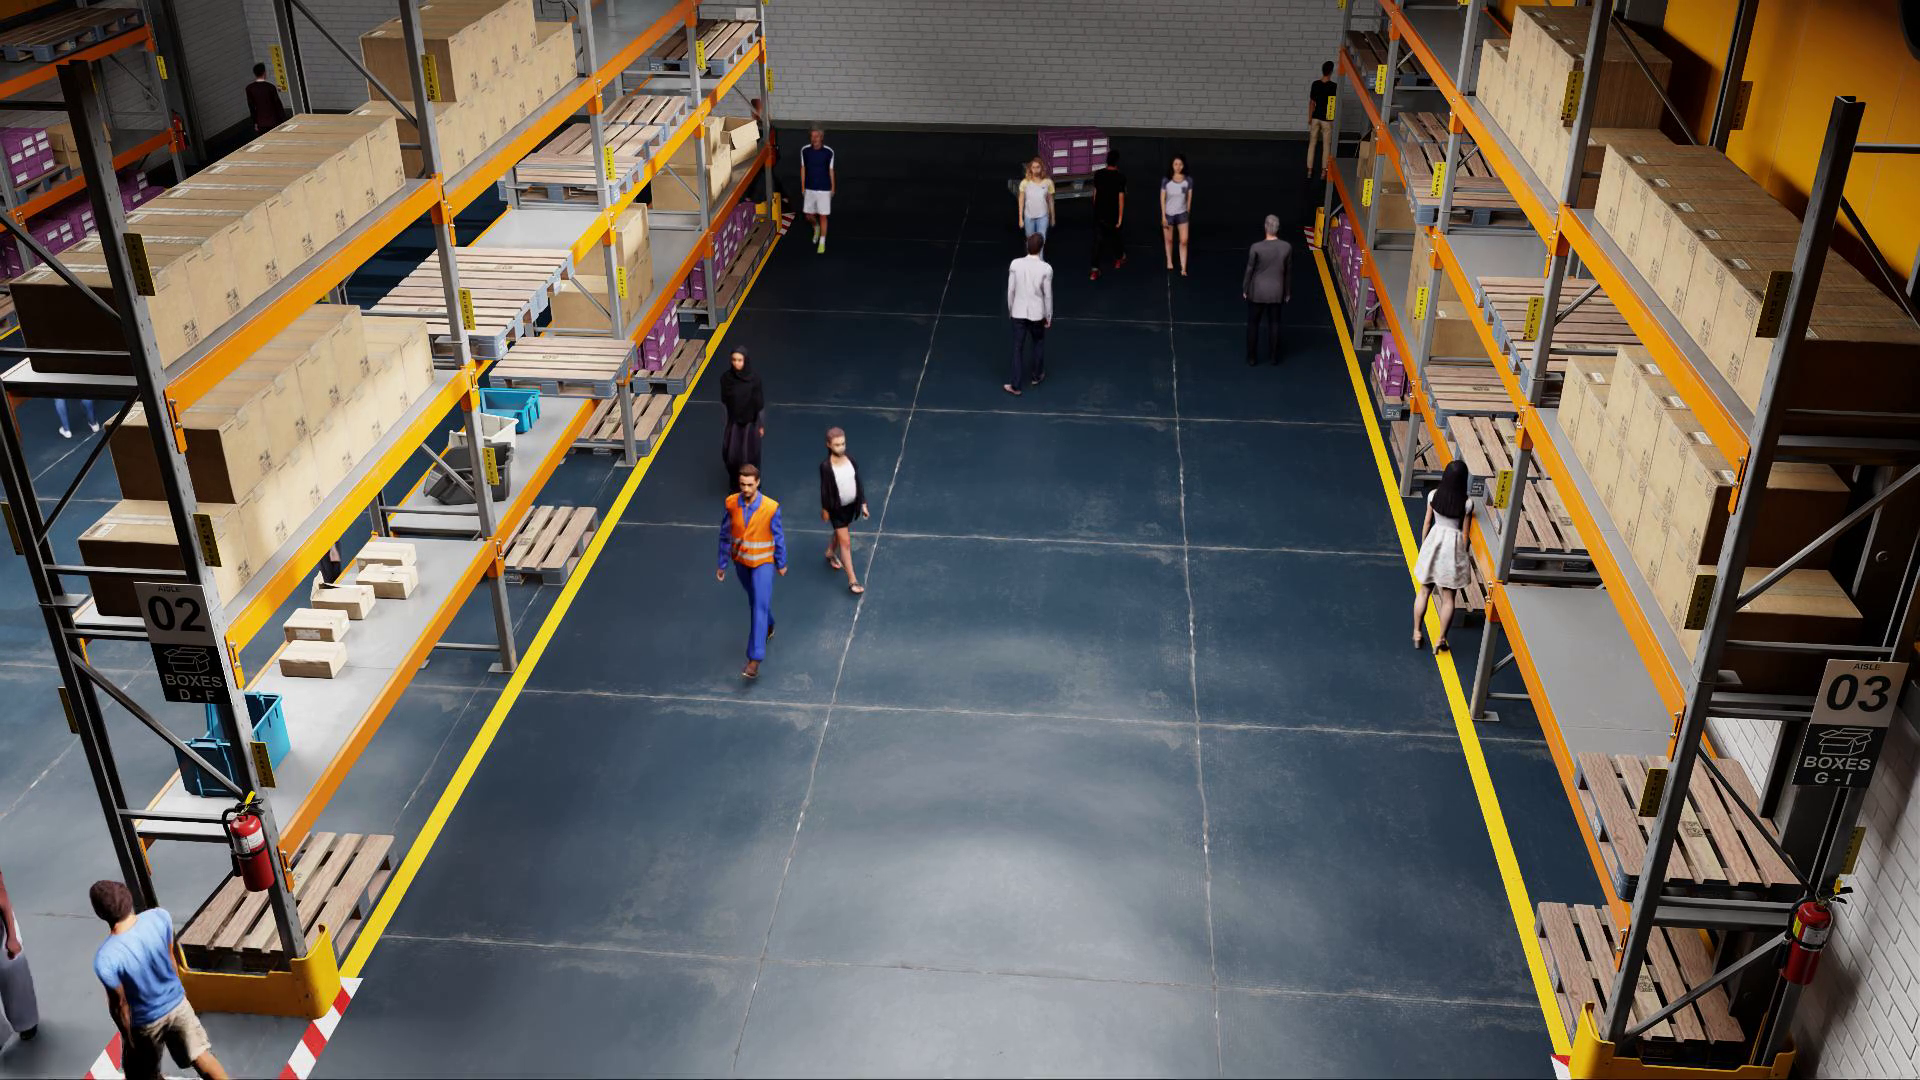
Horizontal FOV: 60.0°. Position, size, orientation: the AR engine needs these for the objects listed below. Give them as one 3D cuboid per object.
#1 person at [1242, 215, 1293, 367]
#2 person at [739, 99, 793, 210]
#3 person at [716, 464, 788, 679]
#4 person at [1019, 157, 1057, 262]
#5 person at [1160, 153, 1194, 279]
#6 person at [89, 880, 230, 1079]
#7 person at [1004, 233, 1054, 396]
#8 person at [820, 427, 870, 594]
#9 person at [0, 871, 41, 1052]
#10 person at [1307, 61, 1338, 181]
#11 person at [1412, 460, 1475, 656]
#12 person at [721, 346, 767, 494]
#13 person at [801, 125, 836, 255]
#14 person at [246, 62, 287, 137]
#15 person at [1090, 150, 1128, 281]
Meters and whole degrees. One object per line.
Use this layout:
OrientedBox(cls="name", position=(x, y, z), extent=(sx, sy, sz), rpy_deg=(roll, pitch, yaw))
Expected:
OrientedBox(cls="person", position=(3.638, -2.941, 19.709), extent=(0.782, 1.831, 0.676), rpy_deg=(-2, 29, -3))
OrientedBox(cls="person", position=(-2.904, -5.770, 25.062), extent=(0.699, 1.670, 1.067), rpy_deg=(2, 29, 3))
OrientedBox(cls="person", position=(-1.718, 0.173, 14.019), extent=(0.827, 1.811, 1.234), rpy_deg=(7, 29, 13))
OrientedBox(cls="person", position=(1.019, -4.348, 22.444), extent=(0.713, 1.681, 1.170), rpy_deg=(-1, 29, -2))
OrientedBox(cls="person", position=(2.918, -4.443, 22.636), extent=(0.616, 1.663, 1.071), rpy_deg=(0, 29, 1))
OrientedBox(cls="person", position=(-4.480, 2.683, 9.388), extent=(0.978, 1.841, 1.082), rpy_deg=(15, 32, 25))
OrientedBox(cls="person", position=(0.764, -2.558, 19.028), extent=(0.728, 1.811, 0.903), rpy_deg=(2, 29, 4))
OrientedBox(cls="person", position=(-1.118, -0.343, 15.266), extent=(0.958, 1.524, 1.087), rpy_deg=(-17, 33, -28))
OrientedBox(cls="person", position=(-5.898, 2.324, 10.122), extent=(0.697, 1.769, 0.770), rpy_deg=(-8, 30, -15))
OrientedBox(cls="person", position=(5.801, -6.722, 26.611), extent=(0.715, 1.859, 0.700), rpy_deg=(18, 33, 29))
OrientedBox(cls="person", position=(4.110, 0.141, 14.123), extent=(0.775, 1.769, 0.797), rpy_deg=(18, 34, 30))
OrientedBox(cls="person", position=(-2.157, -1.223, 16.792), extent=(0.594, 1.607, 0.737), rpy_deg=(2, 29, 4))
OrientedBox(cls="person", position=(-1.984, -4.971, 23.431), extent=(0.640, 1.830, 0.739), rpy_deg=(3, 29, 6))
OrientedBox(cls="person", position=(-10.996, -6.658, 26.486), extent=(0.705, 1.866, 0.631), rpy_deg=(-1, 29, -2))
OrientedBox(cls="person", position=(1.949, -4.338, 22.393), extent=(0.879, 1.712, 1.218), rpy_deg=(11, 30, 19))
